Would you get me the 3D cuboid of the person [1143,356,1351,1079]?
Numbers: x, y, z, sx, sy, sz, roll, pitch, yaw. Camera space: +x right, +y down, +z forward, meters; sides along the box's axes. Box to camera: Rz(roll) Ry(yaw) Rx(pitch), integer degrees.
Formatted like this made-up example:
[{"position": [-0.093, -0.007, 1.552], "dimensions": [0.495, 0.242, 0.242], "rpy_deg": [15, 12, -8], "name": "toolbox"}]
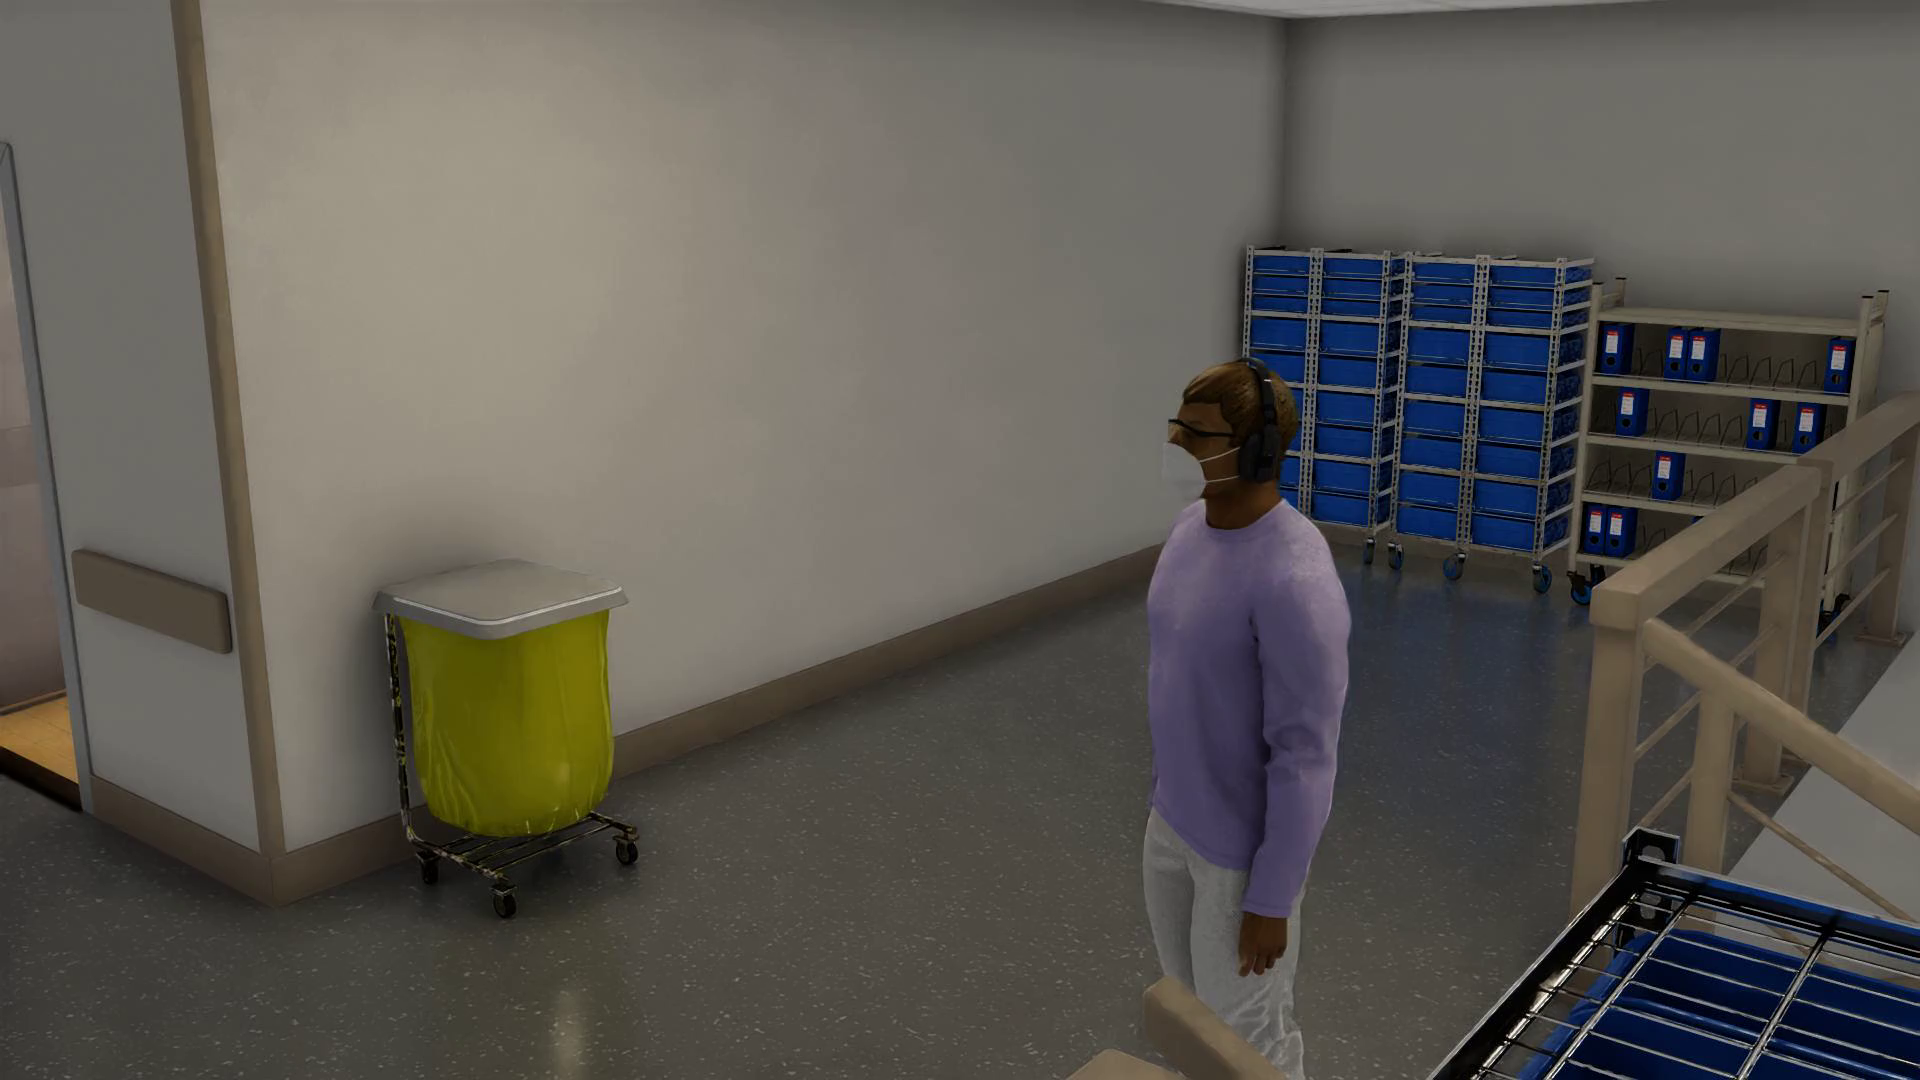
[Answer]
[{"position": [0.525, 0.601, 3.333], "dimensions": [0.372, 1.940, 0.630], "rpy_deg": [-4, 14, -15], "name": "person"}]
